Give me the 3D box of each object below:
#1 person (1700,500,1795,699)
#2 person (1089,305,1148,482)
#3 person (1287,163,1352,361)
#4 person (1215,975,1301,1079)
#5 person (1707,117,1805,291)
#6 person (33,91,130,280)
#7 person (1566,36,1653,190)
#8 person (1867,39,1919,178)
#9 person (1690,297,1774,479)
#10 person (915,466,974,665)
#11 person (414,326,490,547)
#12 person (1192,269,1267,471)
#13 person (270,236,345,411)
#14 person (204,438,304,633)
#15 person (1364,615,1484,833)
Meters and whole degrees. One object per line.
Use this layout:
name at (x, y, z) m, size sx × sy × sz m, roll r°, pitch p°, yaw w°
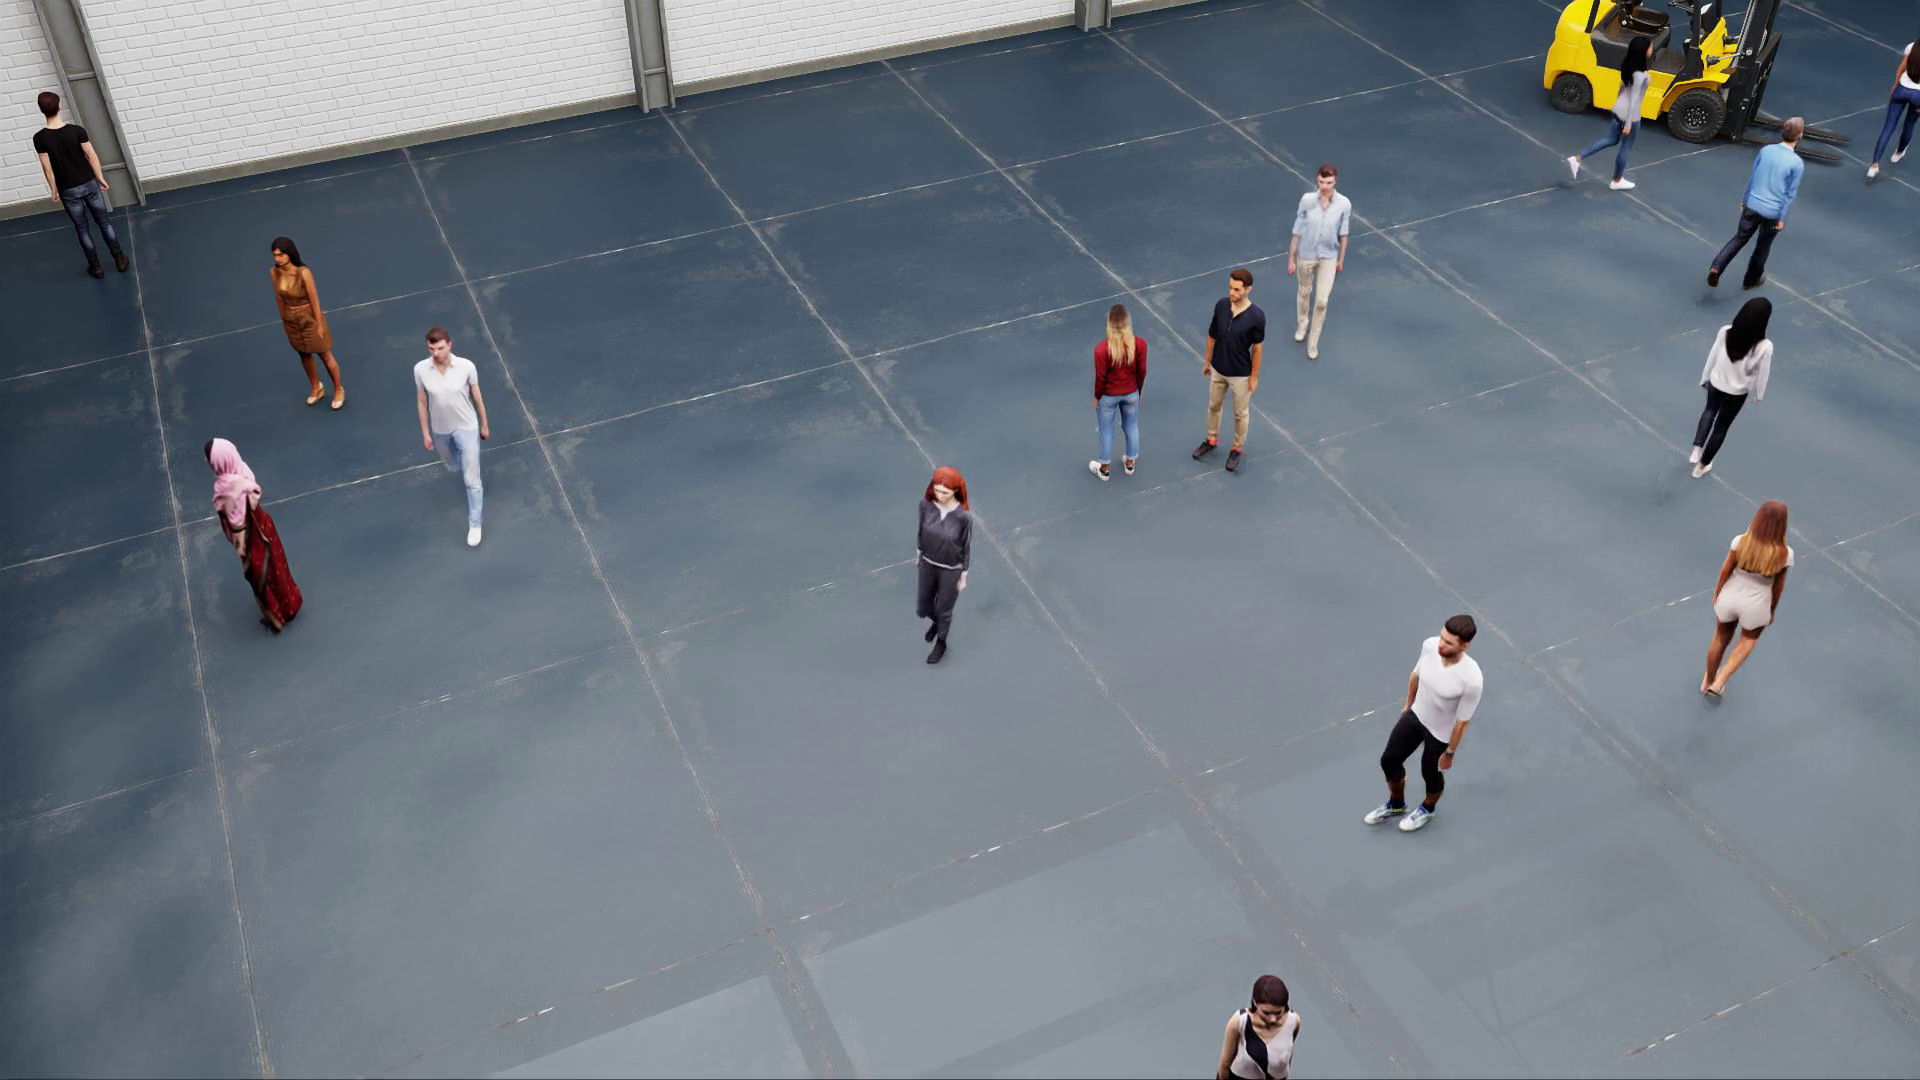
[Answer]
person at (5.443, 0.482, 11.593) m, size 0.746 × 1.685 × 0.813 m, roll 23°, pitch 44°, yaw 26°
person at (1.309, -1.215, 13.758) m, size 0.517 × 1.634 × 0.698 m, roll -10°, pitch 40°, yaw -12°
person at (3.323, -2.666, 15.420) m, size 0.963 × 1.828 × 1.011 m, roll 10°, pitch 40°, yaw 12°
person at (1.528, 2.823, 8.691) m, size 0.527 × 1.648 × 0.665 m, roll -6°, pitch 39°, yaw -8°
person at (7.751, -3.197, 16.112) m, size 1.066 × 1.795 × 0.745 m, roll -21°, pitch 43°, yaw -25°
person at (-8.704, -3.495, 16.404) m, size 0.555 × 1.896 × 0.775 m, roll -23°, pitch 44°, yaw -26°
person at (7.057, -4.567, 17.889) m, size 1.103 × 1.718 × 0.888 m, roll 1°, pitch 39°, yaw 1°
person at (10.310, -4.781, 18.146) m, size 0.951 × 1.732 × 1.221 m, roll 26°, pitch 46°, yaw 29°
person at (6.300, -1.220, 13.720) m, size 0.718 × 1.690 × 0.712 m, roll 32°, pitch 48°, yaw 34°
person at (-0.077, 0.142, 11.958) m, size 0.726 × 1.761 × 0.776 m, roll 20°, pitch 43°, yaw 23°
person at (-4.009, -0.925, 13.243) m, size 1.180 × 1.824 × 1.016 m, roll -2°, pitch 39°, yaw -3°
person at (2.273, -1.435, 13.855) m, size 0.725 × 1.857 × 0.714 m, roll 24°, pitch 44°, yaw 27°
person at (-5.737, -1.907, 14.583) m, size 0.617 × 1.686 × 0.695 m, roll 9°, pitch 39°, yaw 11°
person at (-5.251, -0.079, 12.337) m, size 0.674 × 1.632 × 0.730 m, roll -9°, pitch 40°, yaw -12°
person at (3.096, 1.150, 10.635) m, size 0.737 × 1.837 × 0.725 m, roll -21°, pitch 43°, yaw -24°
